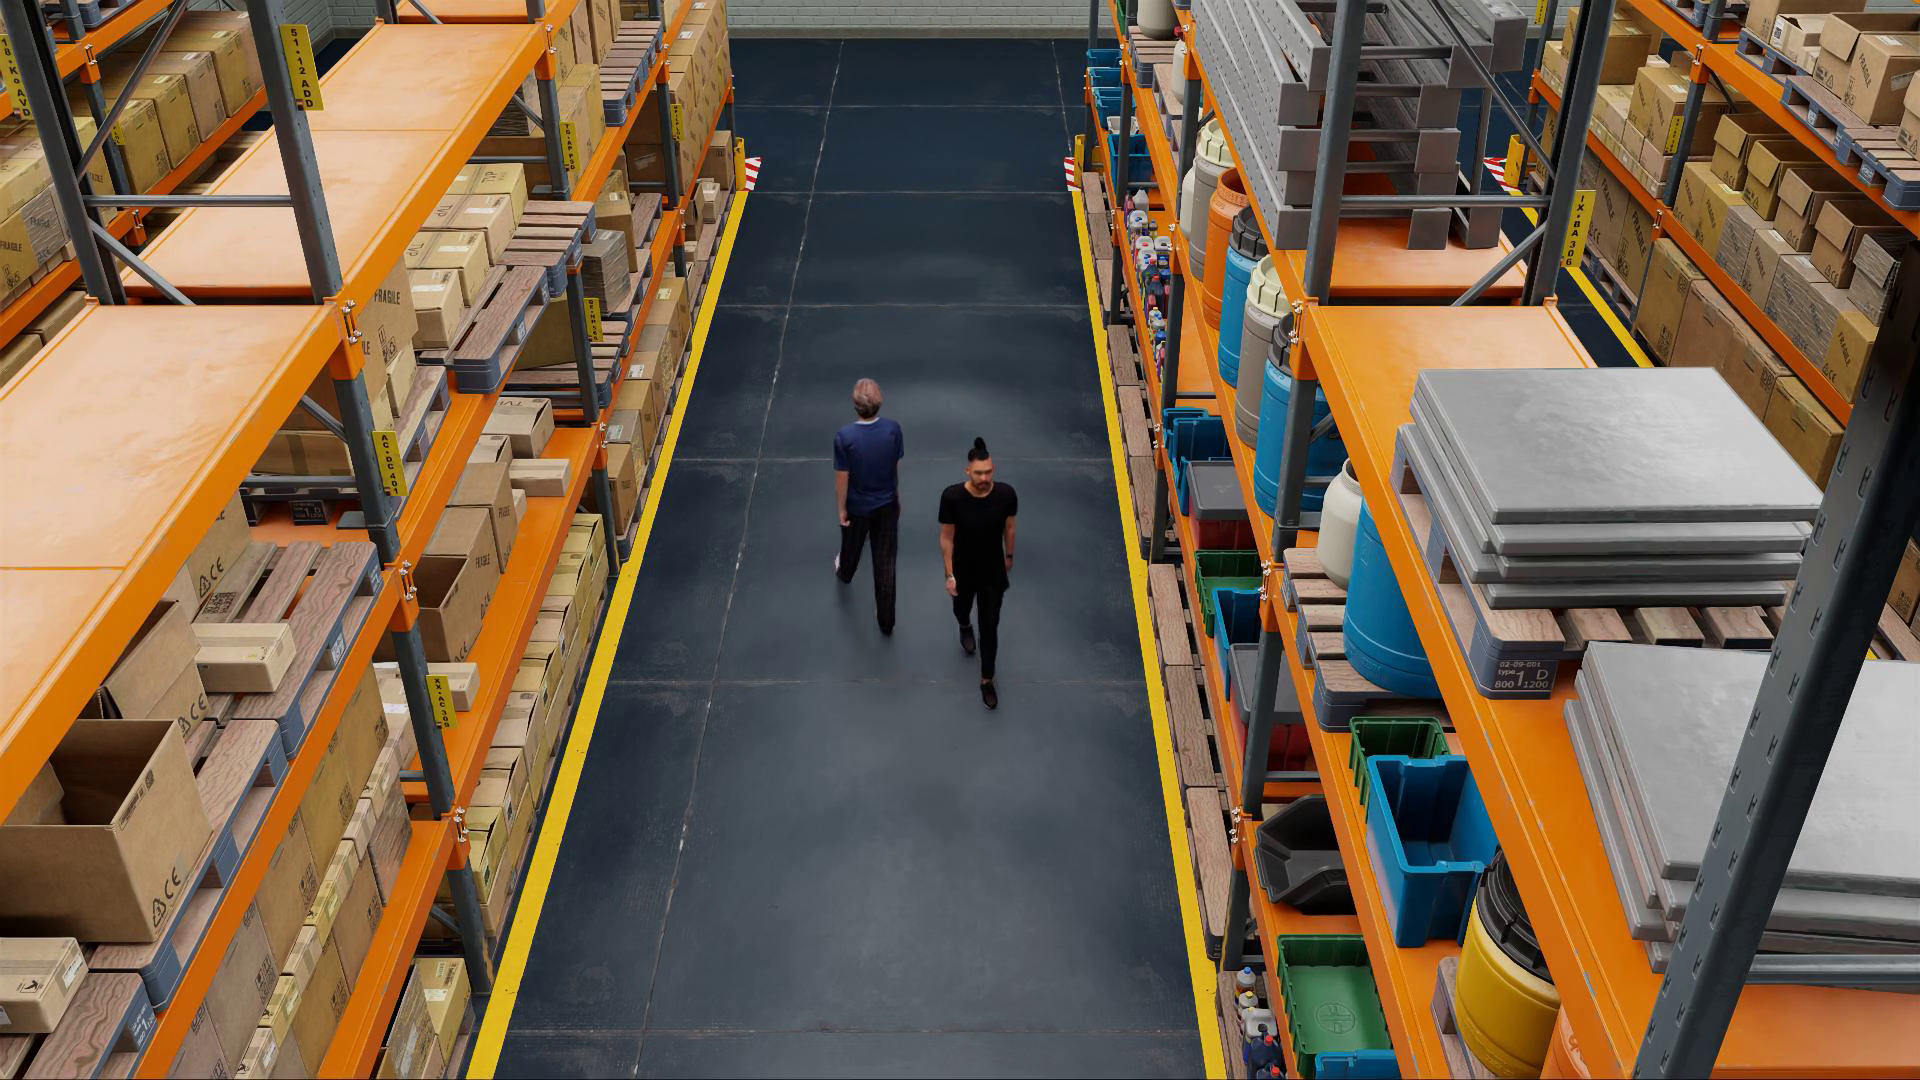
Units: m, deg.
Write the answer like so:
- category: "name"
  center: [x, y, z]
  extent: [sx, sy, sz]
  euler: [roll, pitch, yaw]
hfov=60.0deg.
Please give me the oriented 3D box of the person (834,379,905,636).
- category: "person"
  center: [-0.574, -0.180, 11.389]
  extent: [0.852, 1.827, 1.207]
  euler: [-8, 34, -12]

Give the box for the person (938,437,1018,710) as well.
- category: "person"
  center: [0.081, 0.119, 10.926]
  extent: [0.709, 1.830, 1.146]
  euler: [-2, 33, -4]
